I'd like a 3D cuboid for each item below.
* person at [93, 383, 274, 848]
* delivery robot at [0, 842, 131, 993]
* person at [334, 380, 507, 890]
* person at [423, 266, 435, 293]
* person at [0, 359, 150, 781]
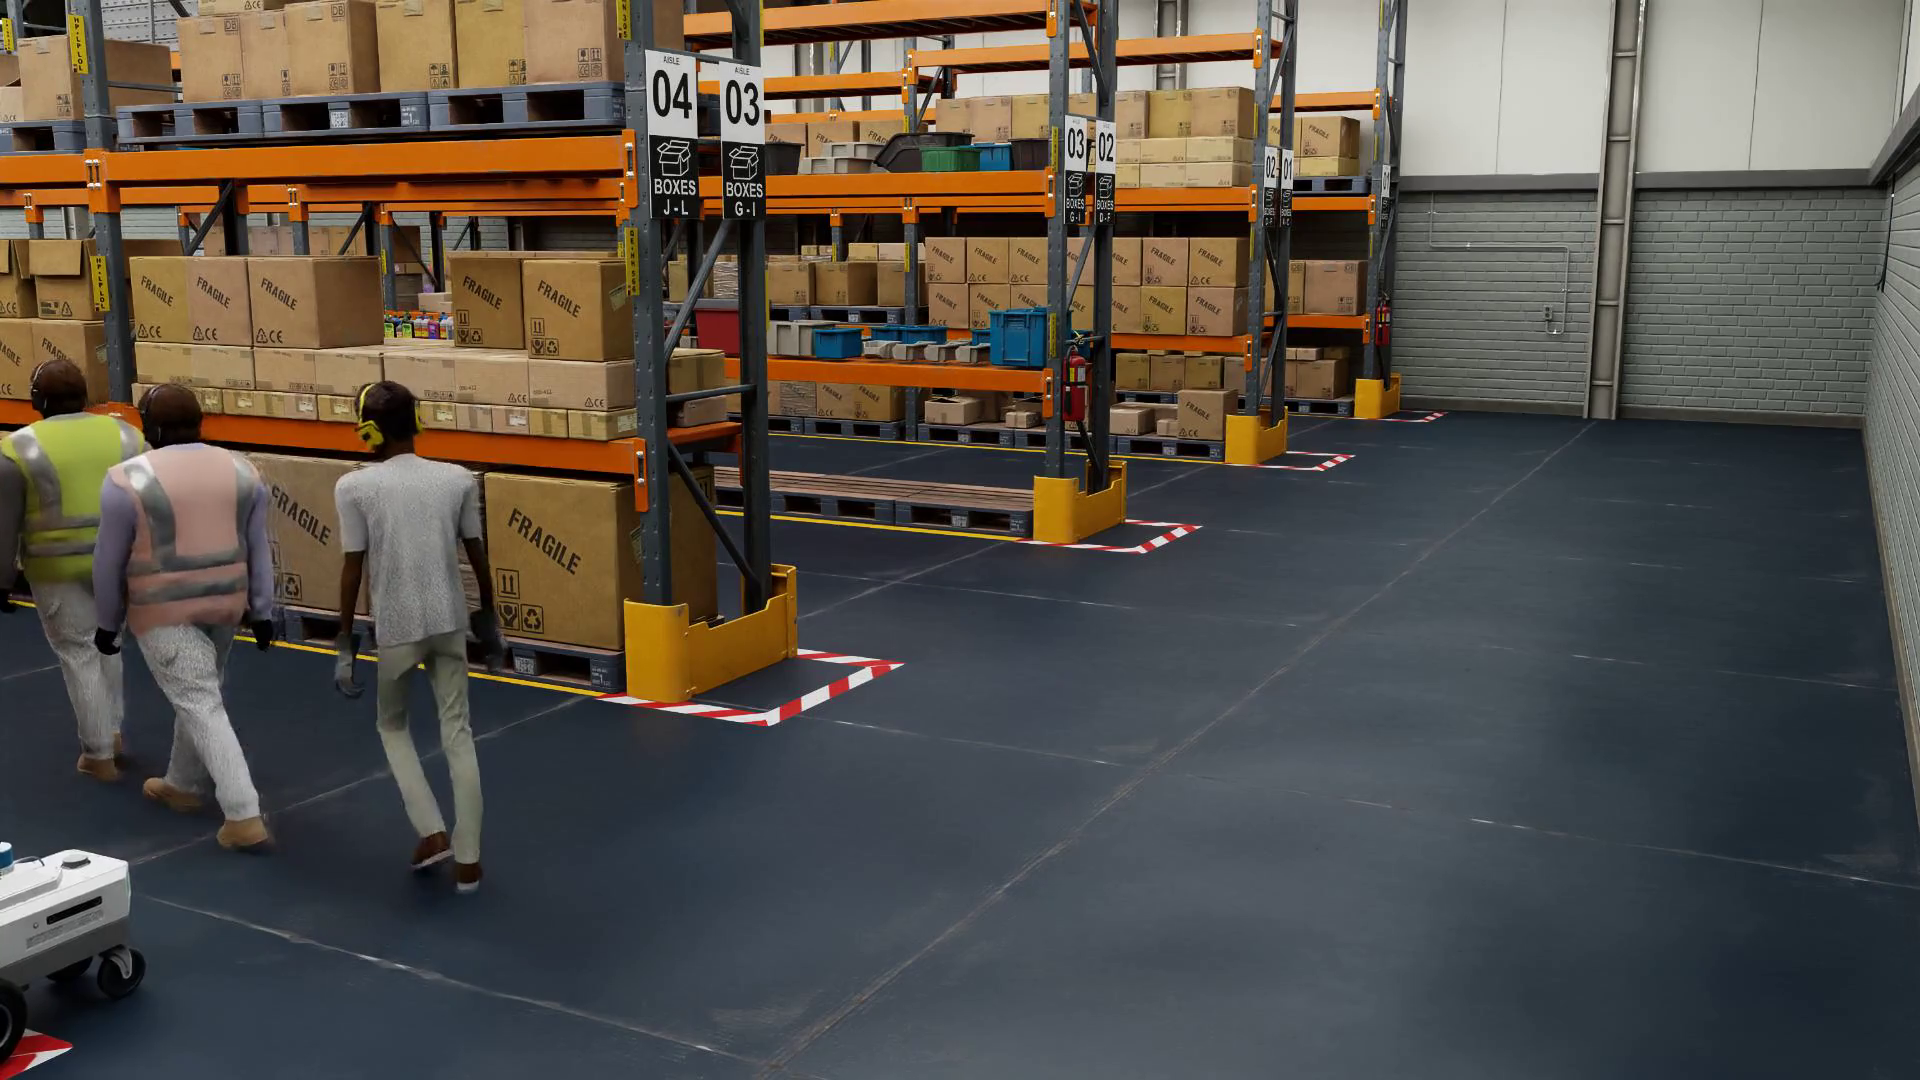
[{"bbox_3d":[-3.010,0.286,6.498,0.975,1.797,0.616,7,12,33],"label":"person"},{"bbox_3d":[-2.842,1.140,4.927,0.477,0.478,0.707,5,12,25],"label":"delivery robot"},{"bbox_3d":[-1.932,0.349,5.989,0.656,1.835,0.506,-7,13,-35],"label":"person"},{"bbox_3d":[-8.547,-3.539,27.145,0.992,1.871,0.538,4,11,19],"label":"person"},{"bbox_3d":[-3.888,0.123,7.259,0.660,1.821,0.661,8,13,39],"label":"person"}]
